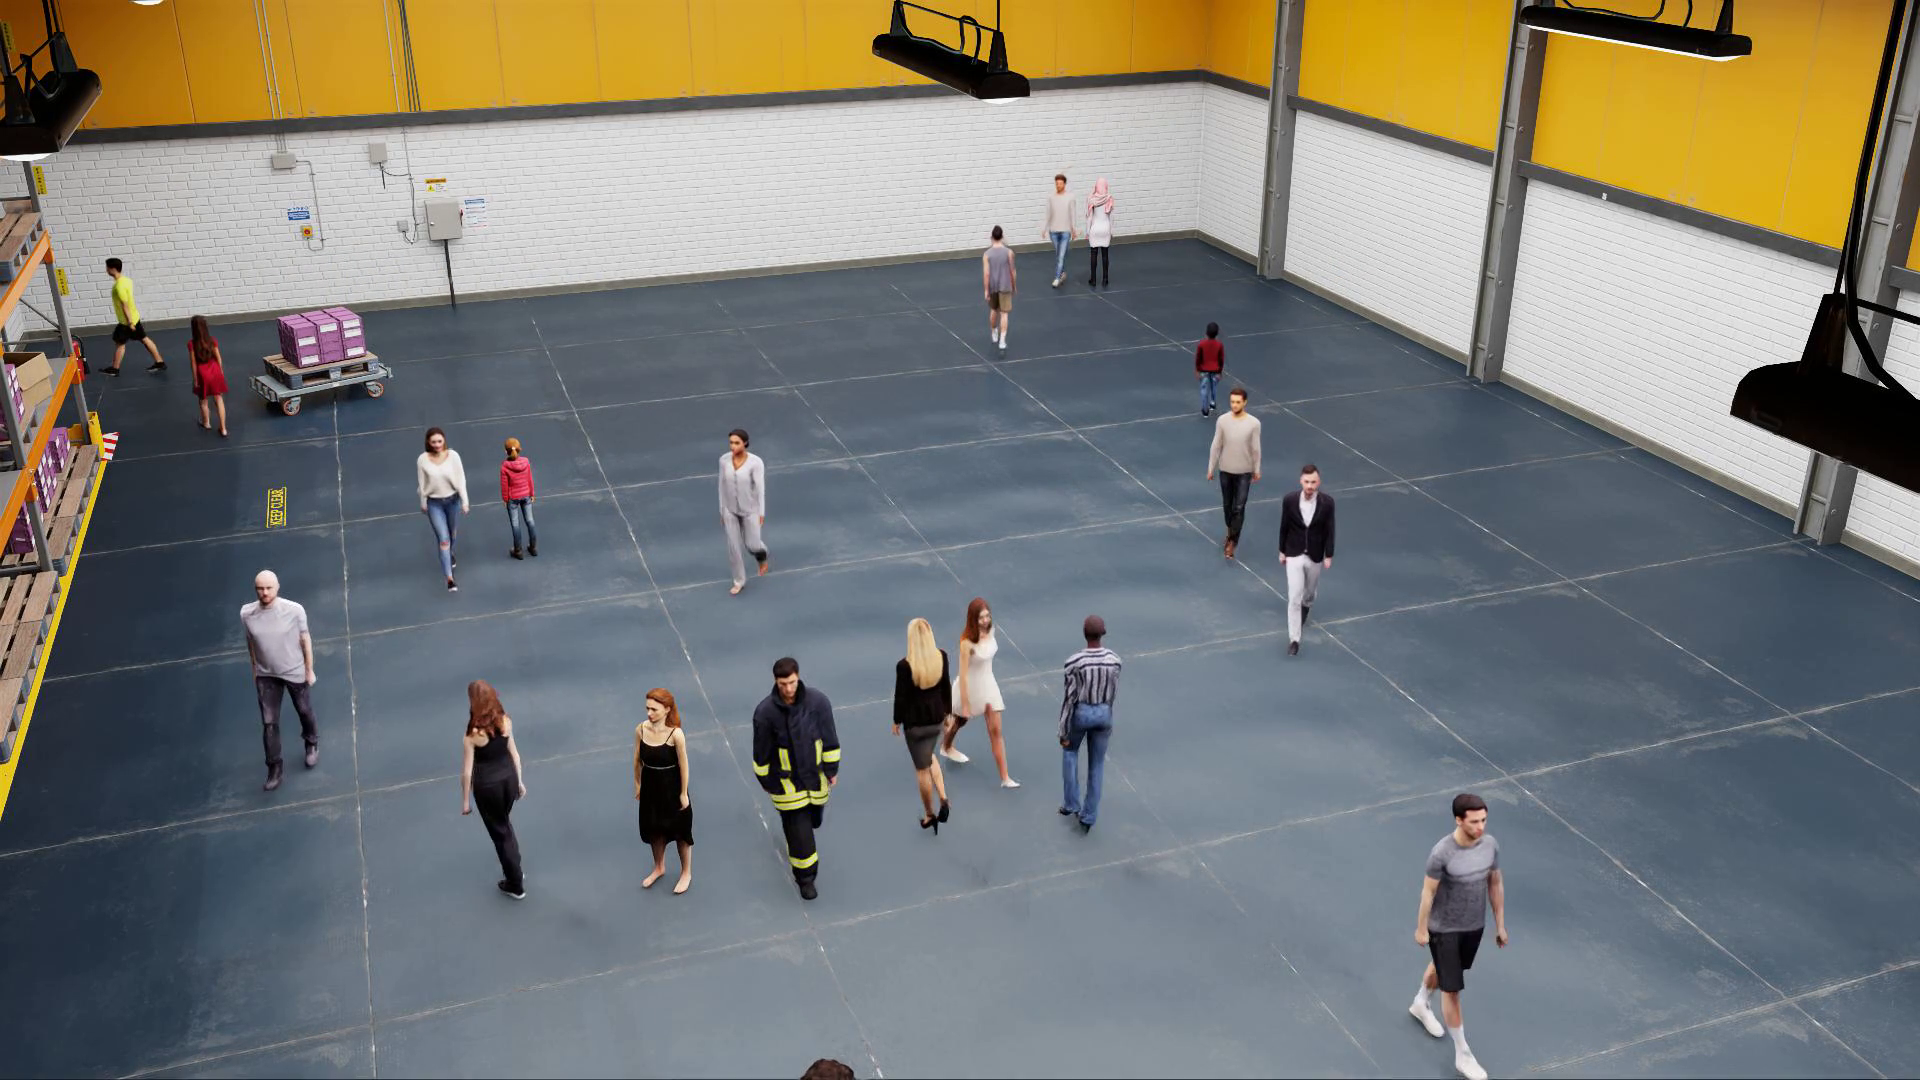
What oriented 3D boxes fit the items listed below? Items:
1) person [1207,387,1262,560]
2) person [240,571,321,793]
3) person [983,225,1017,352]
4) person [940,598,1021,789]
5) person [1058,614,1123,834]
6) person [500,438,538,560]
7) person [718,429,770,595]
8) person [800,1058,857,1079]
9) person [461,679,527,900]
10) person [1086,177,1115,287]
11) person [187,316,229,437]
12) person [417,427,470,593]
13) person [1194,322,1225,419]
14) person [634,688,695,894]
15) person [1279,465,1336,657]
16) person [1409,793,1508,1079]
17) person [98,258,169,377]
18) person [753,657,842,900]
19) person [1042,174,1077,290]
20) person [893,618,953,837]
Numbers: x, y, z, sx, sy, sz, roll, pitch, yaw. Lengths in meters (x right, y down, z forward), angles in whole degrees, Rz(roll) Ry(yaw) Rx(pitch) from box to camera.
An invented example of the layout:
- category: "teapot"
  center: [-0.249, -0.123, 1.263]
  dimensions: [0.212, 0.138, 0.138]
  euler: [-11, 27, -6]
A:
- category: "person"
  center: [2.950, -0.759, 17.684]
  dimensions: [1.088, 1.830, 1.172]
  euler: [9, 25, 20]
- category: "person"
  center: [-5.495, 1.054, 13.576]
  dimensions: [0.797, 1.800, 1.109]
  euler: [-3, 24, -8]
- category: "person"
  center: [0.592, -3.649, 24.264]
  dimensions: [0.989, 1.813, 1.247]
  euler: [3, 24, 6]
- category: "person"
  center: [0.070, 1.193, 13.463]
  dimensions: [1.269, 1.634, 0.929]
  euler: [21, 31, 39]
- category: "person"
  center: [1.024, 1.459, 12.684]
  dimensions: [0.705, 1.772, 0.709]
  euler: [-6, 24, -14]
- category: "person"
  center: [-4.671, -0.446, 17.613]
  dimensions: [0.559, 1.314, 0.568]
  euler: [-18, 29, -35]
- category: "person"
  center: [-2.178, -0.331, 16.842]
  dimensions: [0.883, 1.720, 0.972]
  euler: [6, 24, 15]
- category: "person"
  center: [-0.581, 3.319, 8.432]
  dimensions: [0.740, 1.769, 0.801]
  euler: [11, 26, 23]
- category: "person"
  center: [-3.260, 1.815, 11.917]
  dimensions: [0.806, 1.733, 0.753]
  euler: [17, 29, 34]
- category: "person"
  center: [2.337, -5.151, 27.765]
  dimensions: [0.701, 1.804, 0.688]
  euler: [-2, 24, -4]
- category: "person"
  center: [-9.481, -2.054, 21.021]
  dimensions: [0.708, 1.531, 0.916]
  euler: [-18, 29, -35]
- category: "person"
  center: [-5.287, -0.374, 17.035]
  dimensions: [0.665, 1.644, 1.139]
  euler: [-9, 25, -21]
- category: "person"
  center: [3.268, -2.208, 21.734]
  dimensions: [0.604, 1.241, 0.731]
  euler: [-2, 24, -4]
- category: "person"
  center: [-2.141, 1.805, 12.075]
  dimensions: [0.689, 1.624, 0.736]
  euler: [8, 25, 17]
- category: "person"
  center: [3.256, 0.129, 15.673]
  dimensions: [1.041, 1.815, 1.219]
  euler: [5, 24, 11]
- category: "person"
  center: [3.078, 2.366, 10.517]
  dimensions: [0.679, 1.845, 1.062]
  euler: [-10, 25, -21]
- category: "person"
  center: [-11.547, -3.108, 23.266]
  dimensions: [0.797, 1.664, 1.071]
  euler: [-5, 24, -11]
- category: "person"
  center: [-1.198, 1.641, 12.107]
  dimensions: [0.770, 1.900, 1.073]
  euler: [-9, 25, -20]
- category: "person"
  center: [1.687, -5.133, 27.670]
  dimensions: [1.169, 1.846, 1.304]
  euler: [8, 25, 17]
- category: "person"
  center: [-0.226, 1.469, 12.585]
  dimensions: [0.682, 1.832, 0.733]
  euler: [-15, 28, -31]
